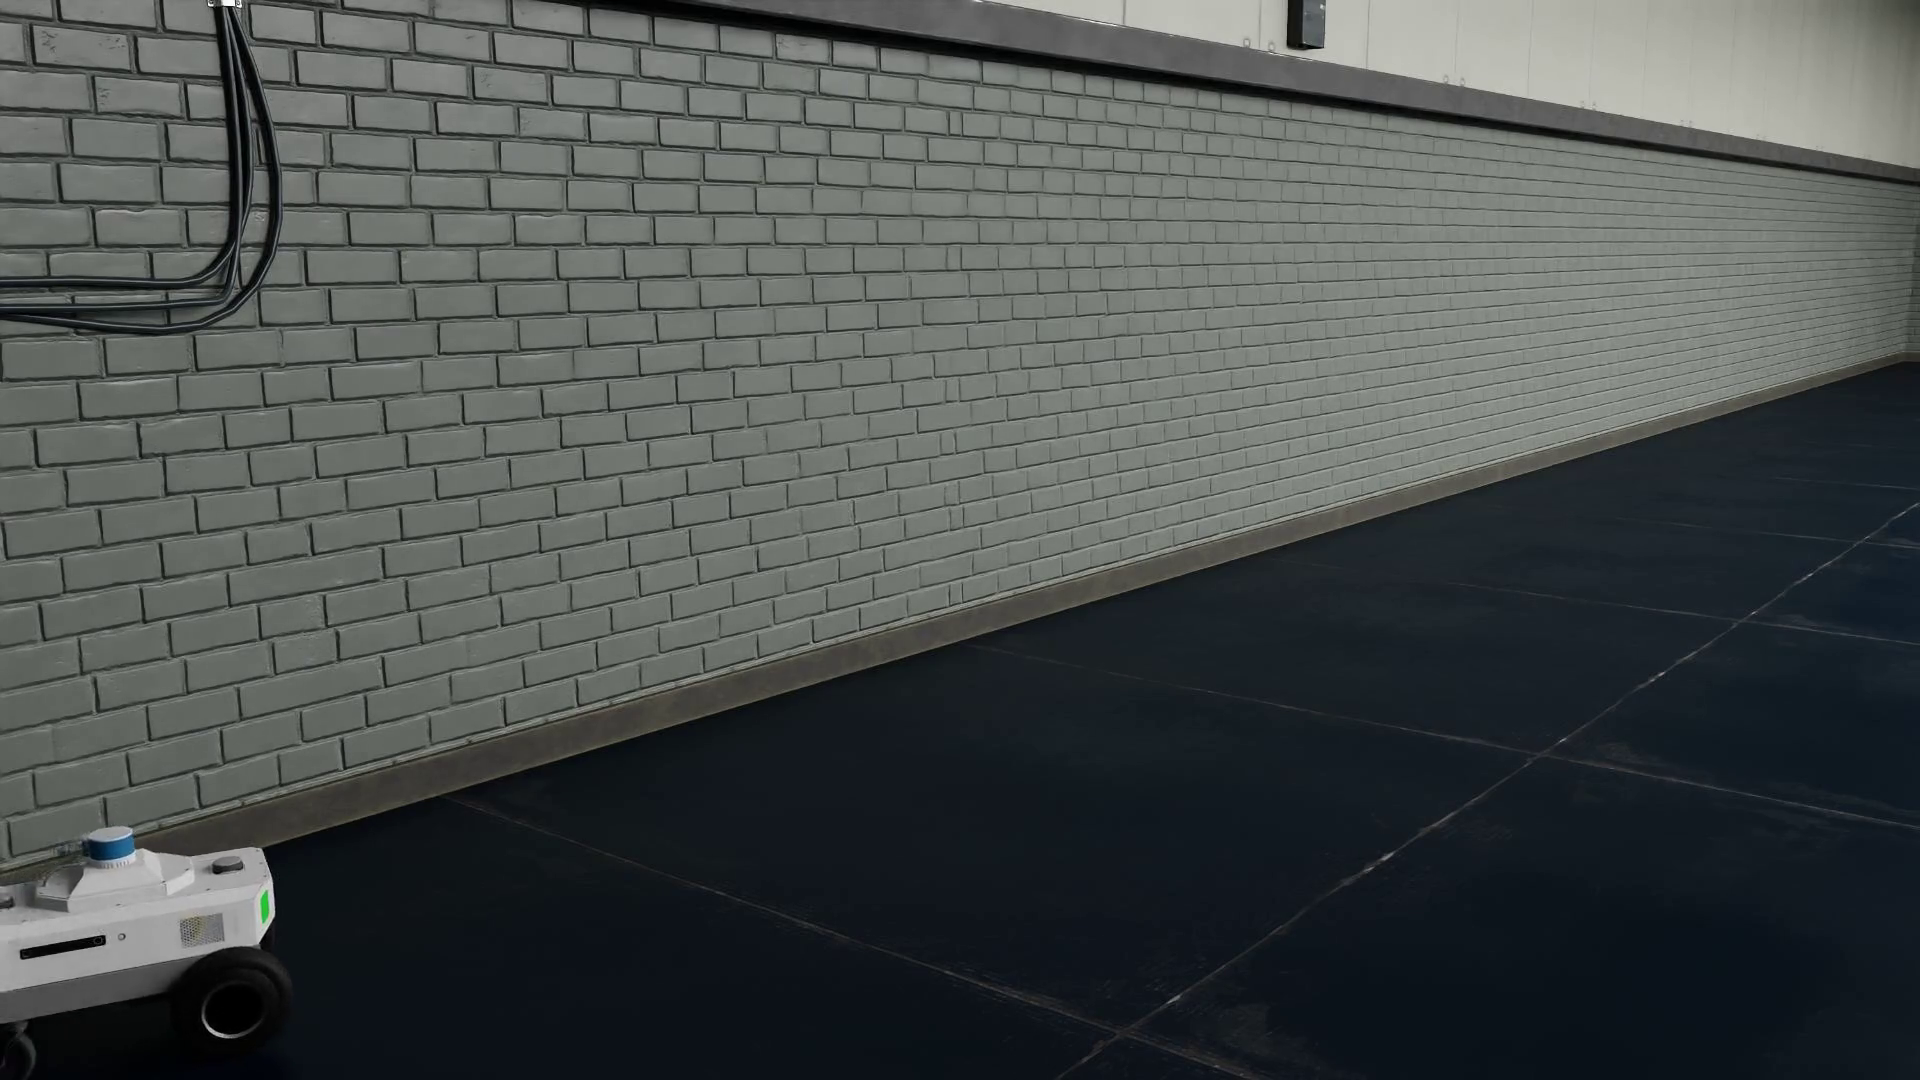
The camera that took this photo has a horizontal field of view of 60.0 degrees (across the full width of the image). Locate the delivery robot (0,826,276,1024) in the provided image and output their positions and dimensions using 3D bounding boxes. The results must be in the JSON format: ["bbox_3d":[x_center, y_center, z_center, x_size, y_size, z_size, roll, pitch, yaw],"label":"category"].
[{"bbox_3d":[-2.106,0.961,4.161,0.707,0.478,0.477,-5,12,-28],"label":"delivery robot"}]
